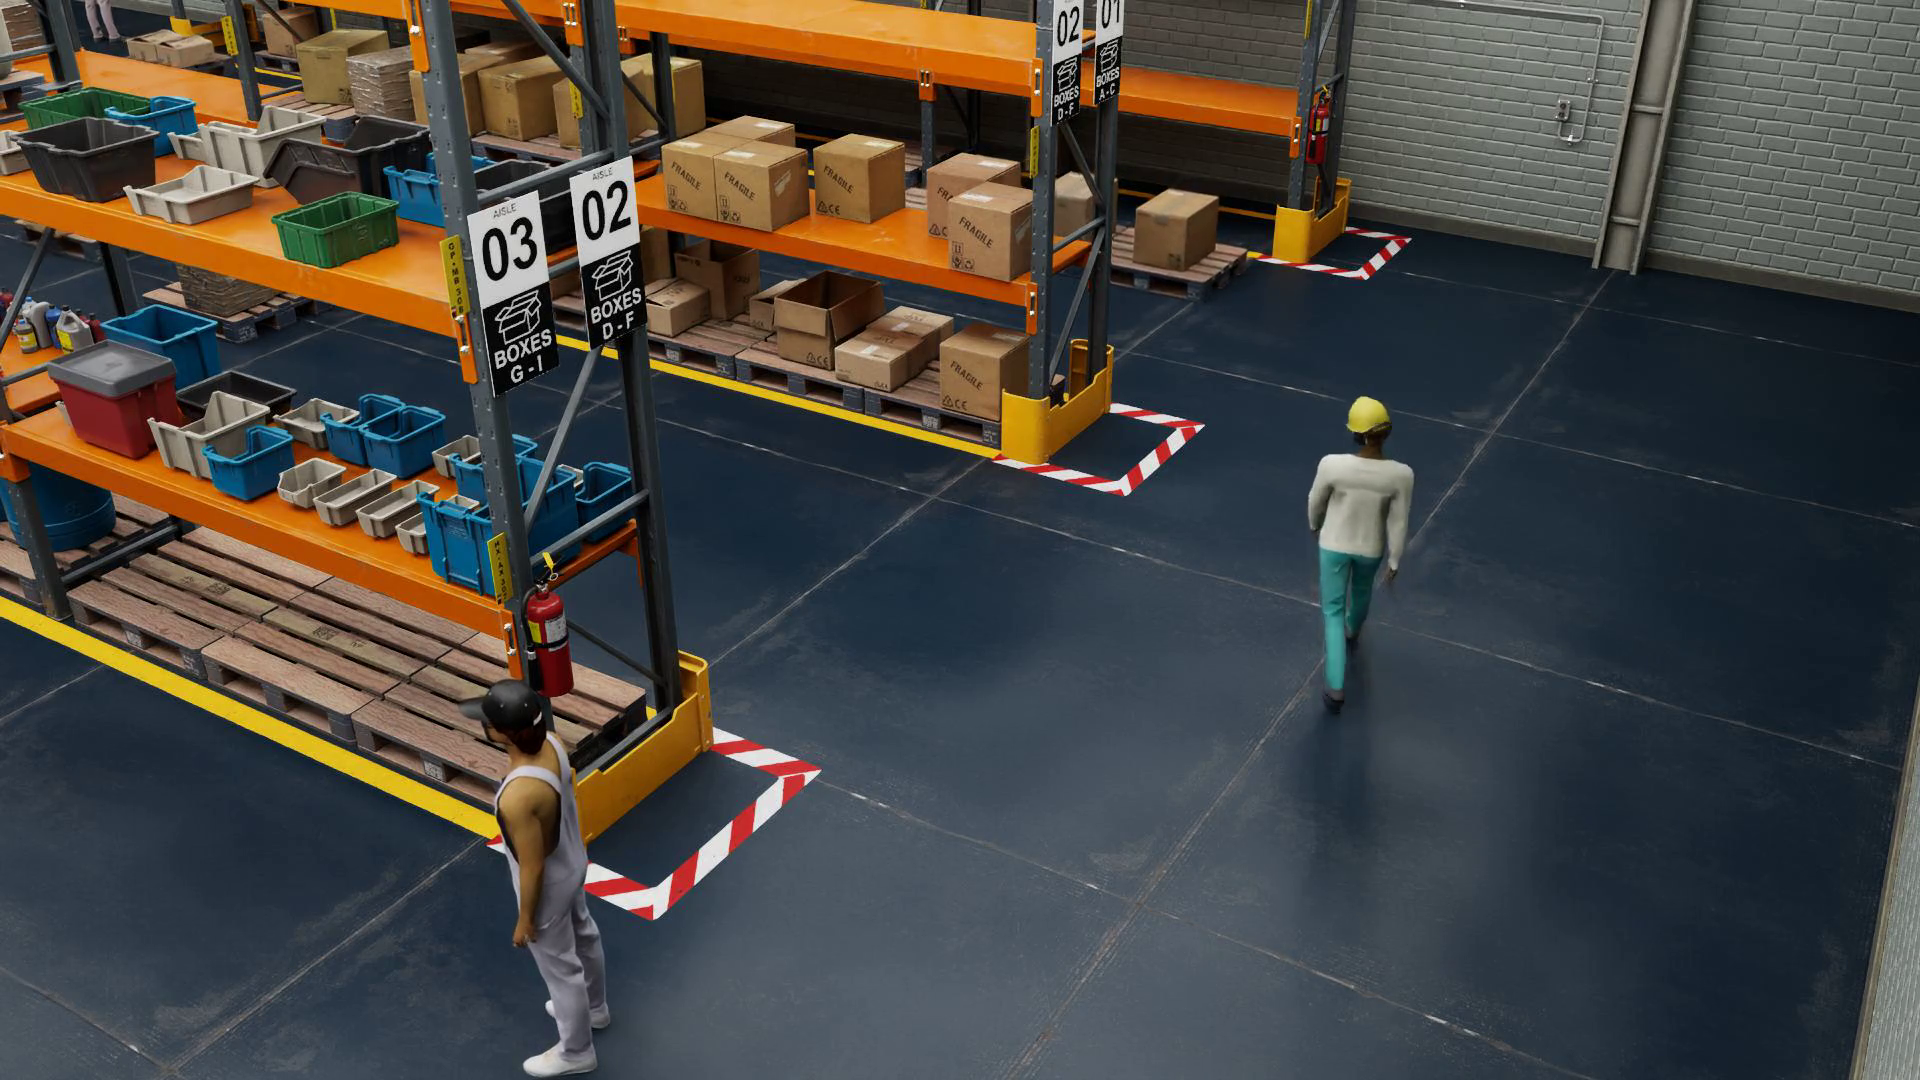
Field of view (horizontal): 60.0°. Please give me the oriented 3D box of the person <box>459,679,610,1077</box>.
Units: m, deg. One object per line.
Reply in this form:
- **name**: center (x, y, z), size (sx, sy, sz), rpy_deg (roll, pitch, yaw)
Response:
- **person**: center (-1.679, 1.342, 6.589), size (0.386, 1.863, 0.516), rpy_deg (3, 29, 6)

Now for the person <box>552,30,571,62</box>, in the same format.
- **person**: center (-3.969, -4.418, 17.127), size (0.700, 1.662, 0.536), rpy_deg (1, 29, 2)

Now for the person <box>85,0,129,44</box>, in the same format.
- **person**: center (-12.069, -7.842, 23.093), size (0.563, 1.838, 0.391), rpy_deg (8, 30, 14)

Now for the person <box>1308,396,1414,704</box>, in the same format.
- **person**: center (2.168, -0.003, 9.167), size (0.515, 1.688, 0.950), rpy_deg (1, 29, 1)
